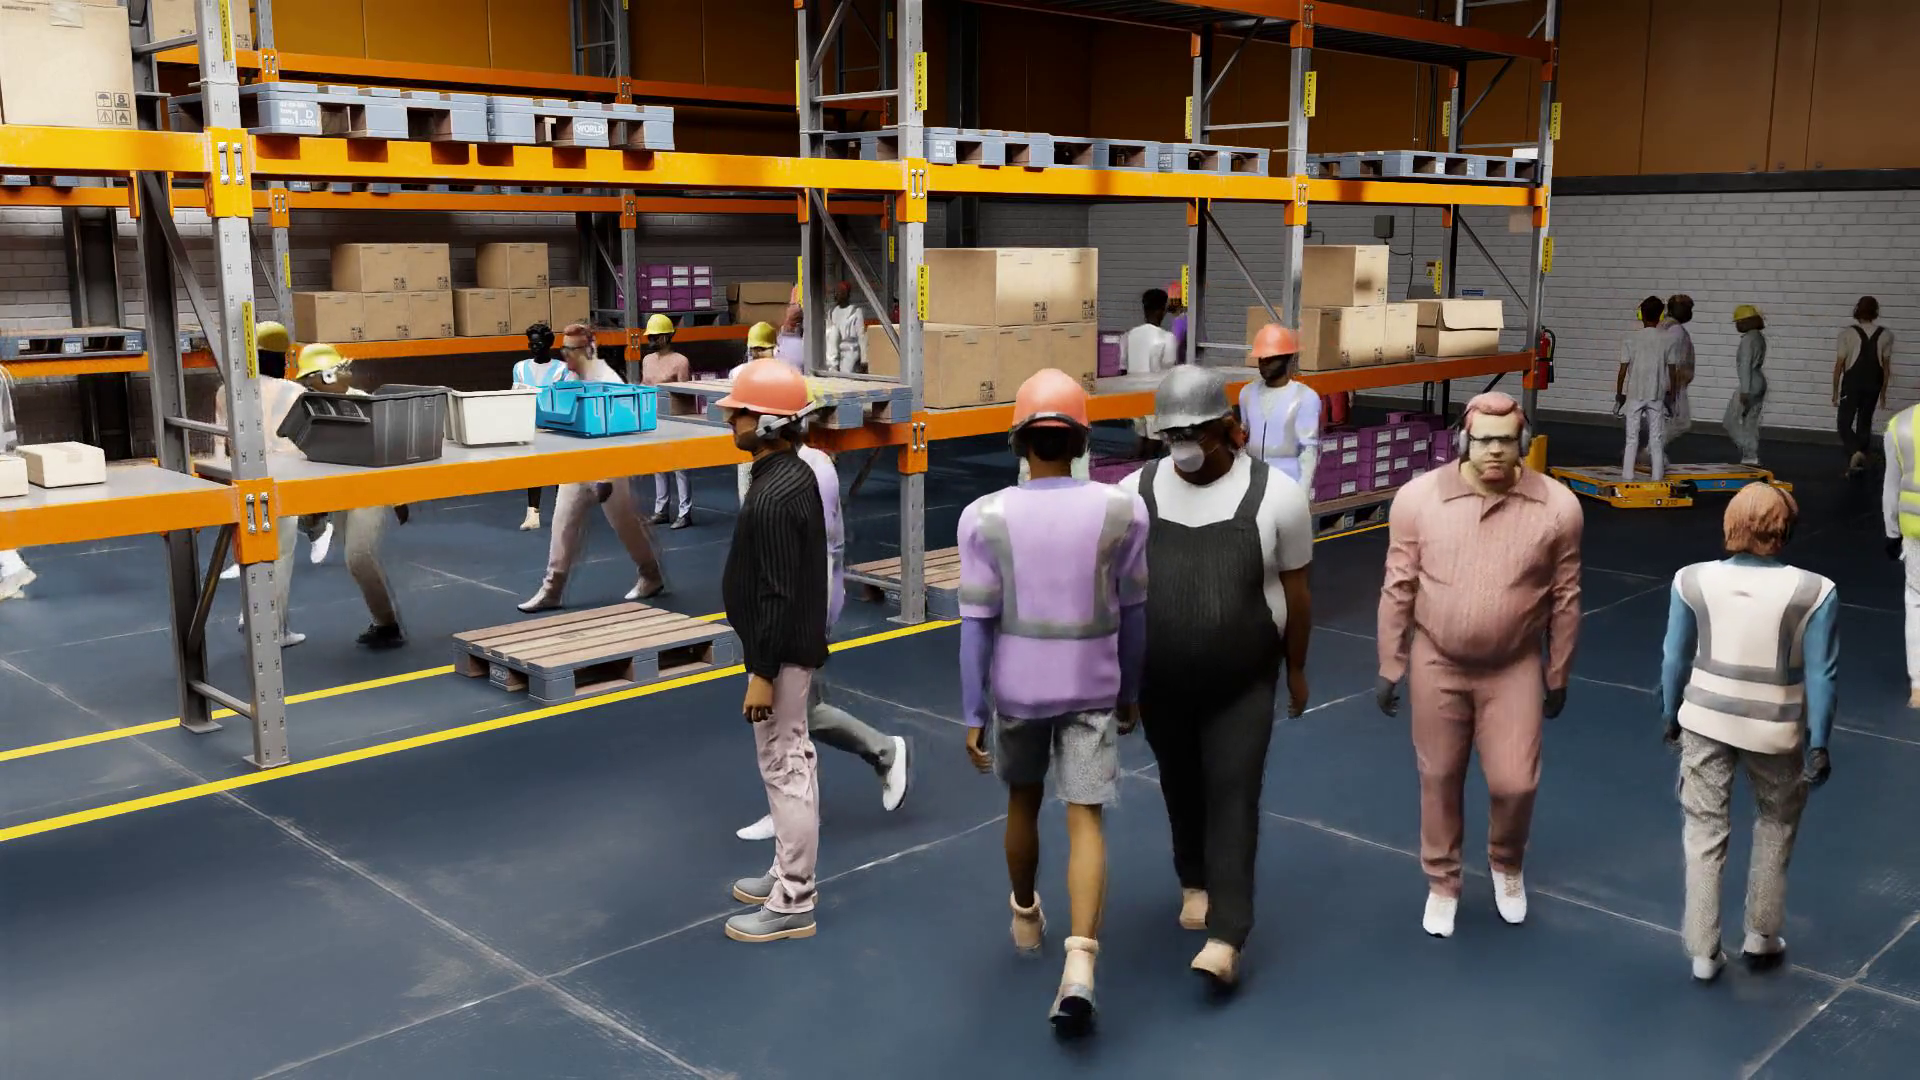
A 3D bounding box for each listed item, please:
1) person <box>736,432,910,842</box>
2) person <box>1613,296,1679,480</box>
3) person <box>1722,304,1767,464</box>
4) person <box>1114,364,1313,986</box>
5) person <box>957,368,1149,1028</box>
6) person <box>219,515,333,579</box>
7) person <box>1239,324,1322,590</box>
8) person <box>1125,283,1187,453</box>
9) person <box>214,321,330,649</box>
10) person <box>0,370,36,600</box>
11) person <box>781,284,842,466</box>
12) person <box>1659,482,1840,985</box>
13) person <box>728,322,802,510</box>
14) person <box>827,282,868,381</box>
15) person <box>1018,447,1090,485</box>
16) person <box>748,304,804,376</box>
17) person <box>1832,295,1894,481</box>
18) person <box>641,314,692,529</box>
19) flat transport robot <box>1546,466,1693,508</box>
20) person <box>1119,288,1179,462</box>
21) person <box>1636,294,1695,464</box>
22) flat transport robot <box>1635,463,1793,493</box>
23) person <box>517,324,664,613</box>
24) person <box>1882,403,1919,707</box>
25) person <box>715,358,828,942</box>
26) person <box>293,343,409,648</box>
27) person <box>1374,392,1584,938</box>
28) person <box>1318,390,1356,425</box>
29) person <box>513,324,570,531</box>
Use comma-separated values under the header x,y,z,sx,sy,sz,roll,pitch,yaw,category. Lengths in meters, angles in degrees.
x,y,z,sx,sy,sz,roll,pitch,yaw,category
-0.568,0.260,6.595,0.649,1.899,0.614,-6,12,-29,person
6.137,-1.245,14.903,0.526,1.869,0.315,3,11,17,person
7.922,-1.508,16.752,0.435,1.705,0.520,10,14,43,person
0.764,0.402,5.451,0.693,2.000,0.987,4,11,20,person
0.291,0.472,5.194,0.600,2.011,0.999,1,10,3,person
-4.914,-0.678,11.769,0.589,1.896,0.726,9,14,42,person
1.818,-0.313,9.769,0.569,1.882,0.976,9,14,40,person
2.191,-1.764,17.643,0.931,1.896,0.574,2,11,9,person
-4.018,-0.311,9.705,0.596,1.912,0.461,3,11,15,person
-6.379,-0.503,10.856,0.423,1.865,0.599,-7,12,-33,person
-1.378,-1.271,14.697,0.637,1.990,1.019,4,11,23,person
2.564,0.614,5.419,0.547,1.615,0.589,8,13,36,person
-1.410,-0.687,12.096,0.602,1.790,0.841,1,10,8,person
-1.477,-2.239,20.421,1.000,1.824,0.593,-10,15,-44,person
0.549,-0.057,9.159,0.838,1.604,0.531,-7,13,-34,person
-1.322,-0.906,13.066,0.677,1.867,0.720,5,12,27,person
8.783,-1.454,16.169,0.517,1.830,0.570,2,11,10,person
-2.426,-0.966,13.663,0.532,1.767,0.328,7,12,34,person
5.985,-0.500,15.200,0.652,0.197,1.431,-2,11,-9,flat transport robot
1.690,-1.237,14.654,0.422,1.952,0.602,-9,14,-40,person
7.089,-1.537,16.602,0.429,1.823,0.644,2,11,11,person
6.969,-0.577,15.617,1.431,0.197,0.652,-1,11,-8,flat transport robot
-2.365,-0.472,10.770,0.647,1.851,1.013,10,14,42,person
4.982,-0.036,8.393,0.446,1.831,0.635,-9,14,-41,person
-0.638,0.374,5.721,0.376,1.997,0.612,0,10,-1,person
-3.540,-0.253,9.704,0.611,1.790,0.557,7,12,33,person
1.751,0.440,5.665,0.660,1.894,0.418,4,11,19,person
3.709,-1.461,16.372,0.329,1.766,0.530,-6,12,-31,person
-3.388,-0.911,13.553,0.535,1.697,0.318,1,10,4,person
